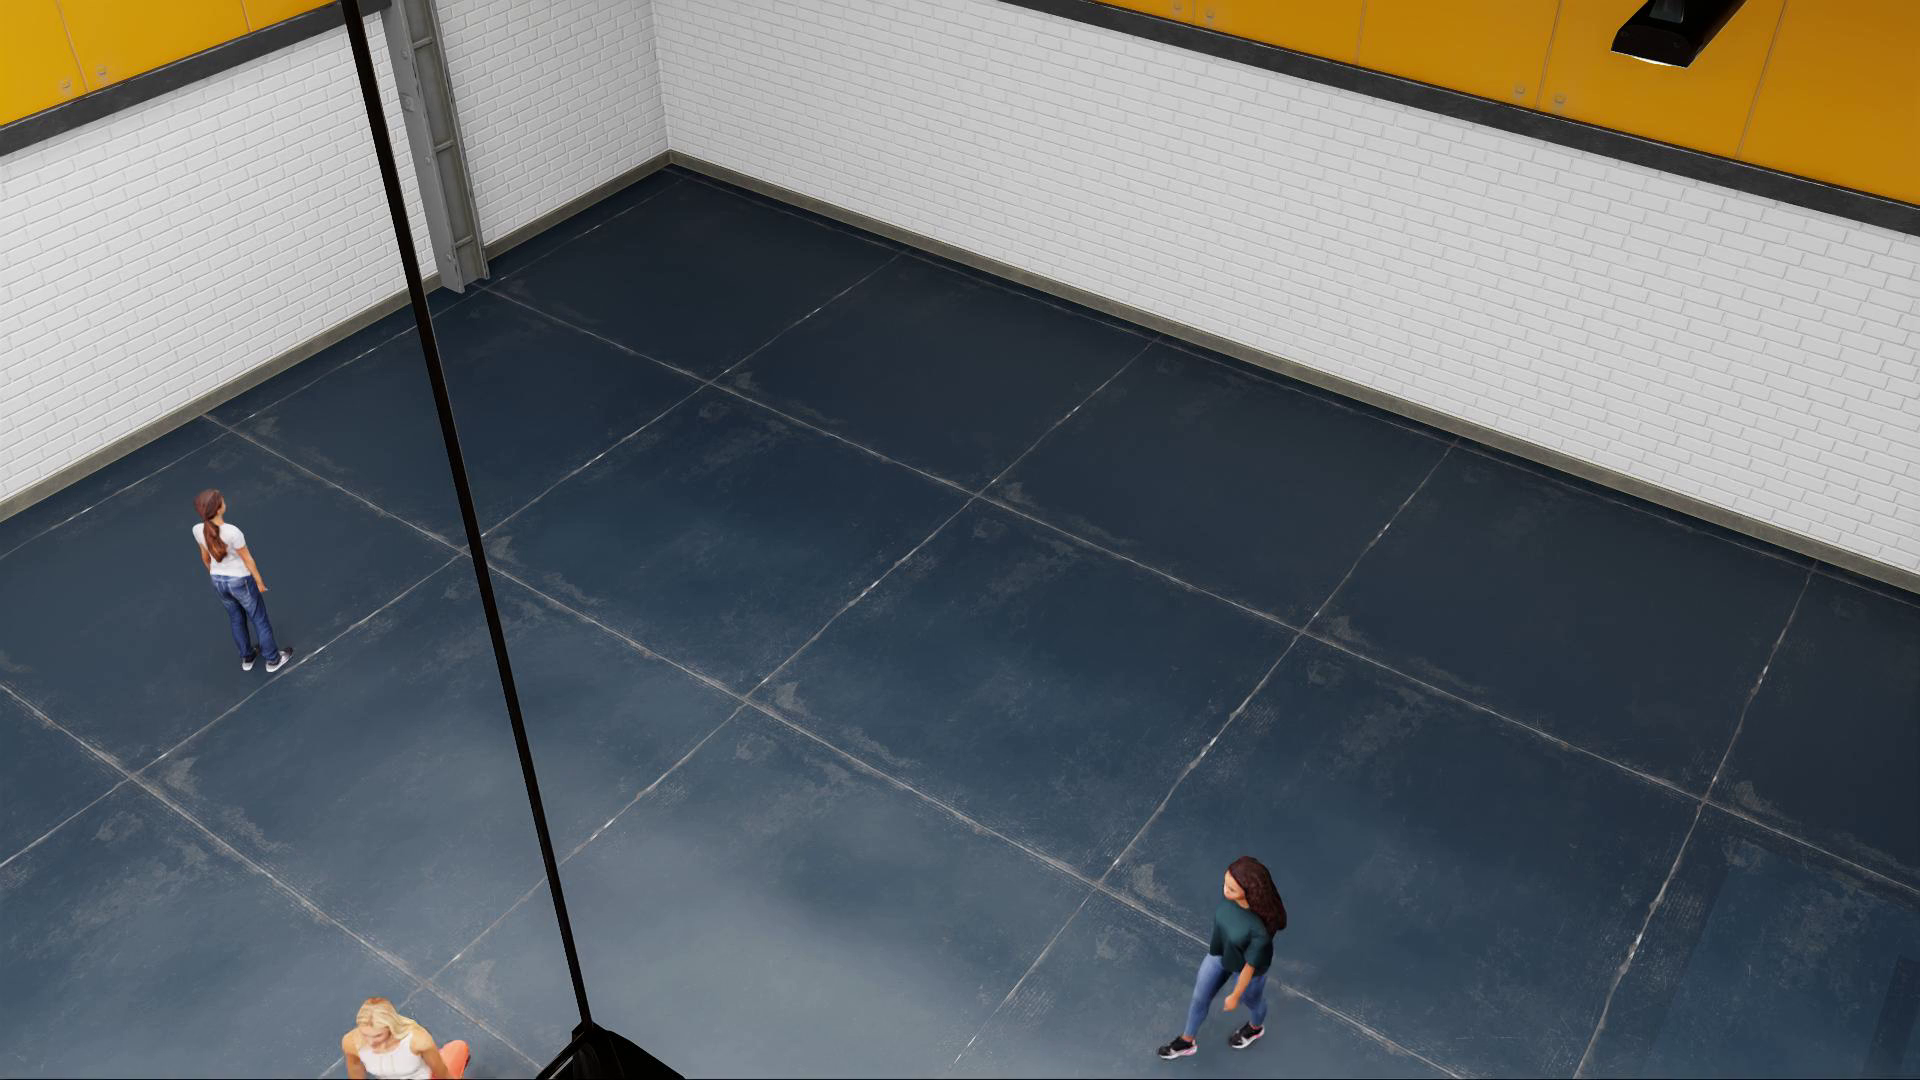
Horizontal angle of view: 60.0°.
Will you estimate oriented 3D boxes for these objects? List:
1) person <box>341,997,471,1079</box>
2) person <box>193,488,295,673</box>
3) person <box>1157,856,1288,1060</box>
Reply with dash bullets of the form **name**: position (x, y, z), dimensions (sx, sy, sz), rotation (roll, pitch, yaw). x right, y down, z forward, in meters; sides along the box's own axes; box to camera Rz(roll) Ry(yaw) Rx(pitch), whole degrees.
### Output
- **person**: position (-2.805, 2.775, 8.645), dimensions (1.128, 1.736, 1.389), rotation (3, 39, 4)
- **person**: position (-5.189, 0.283, 11.904), dimensions (0.610, 1.562, 0.625), rotation (6, 39, 8)
- **person**: position (1.643, 2.335, 9.313), dimensions (1.010, 1.590, 0.848), rotation (-19, 42, -22)
